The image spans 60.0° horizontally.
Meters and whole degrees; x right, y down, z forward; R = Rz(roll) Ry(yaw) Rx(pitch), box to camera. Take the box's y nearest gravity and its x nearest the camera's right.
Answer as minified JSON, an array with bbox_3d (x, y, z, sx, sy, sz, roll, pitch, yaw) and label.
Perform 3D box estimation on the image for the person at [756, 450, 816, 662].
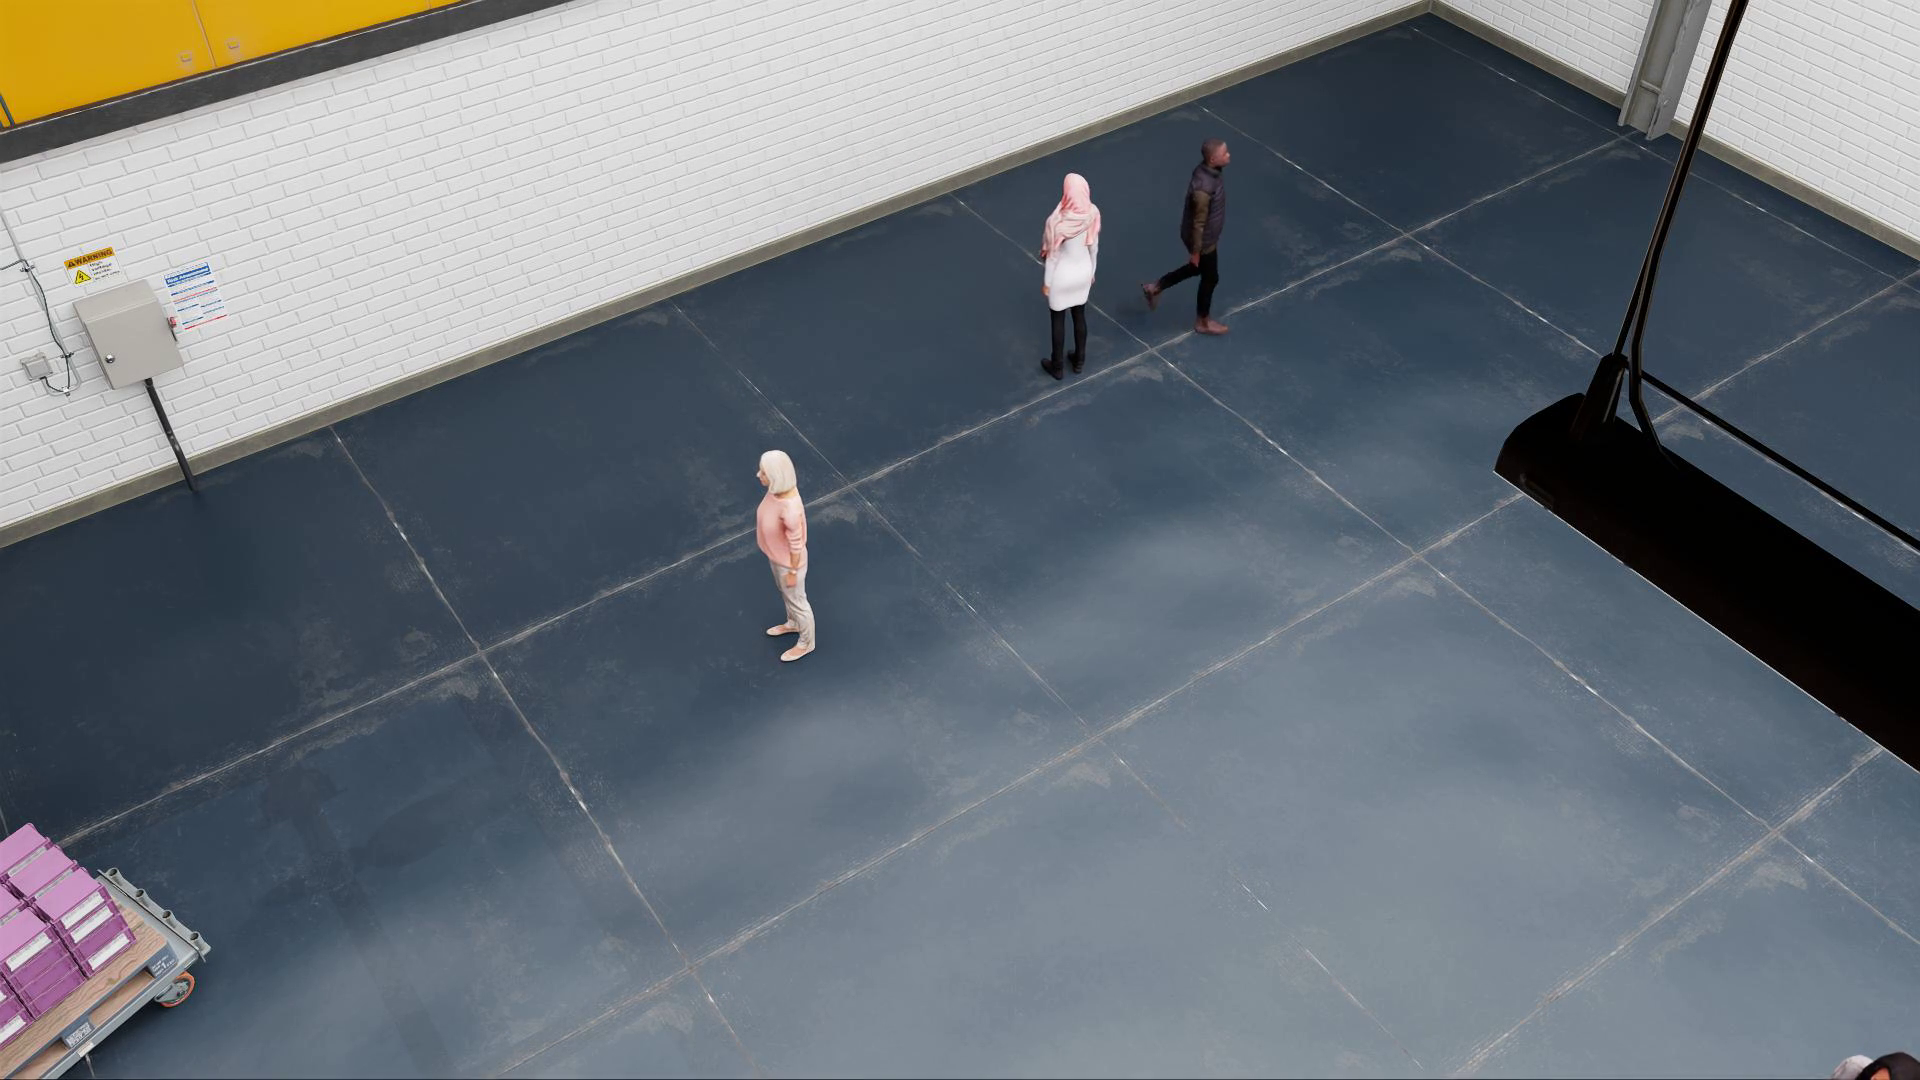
[{"bbox_3d":[-1.131,0.085,10.838,0.702,1.725,0.524,-17,46,-17],"label":"person"}]

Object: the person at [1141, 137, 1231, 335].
[{"bbox_3d":[1.884,-2.464,13.445,1.145,1.821,1.064,10,45,11],"label":"person"}]

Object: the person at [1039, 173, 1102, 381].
[{"bbox_3d":[0.864,-2.061,13.034,0.652,1.803,0.624,-19,47,-19],"label":"person"}]
